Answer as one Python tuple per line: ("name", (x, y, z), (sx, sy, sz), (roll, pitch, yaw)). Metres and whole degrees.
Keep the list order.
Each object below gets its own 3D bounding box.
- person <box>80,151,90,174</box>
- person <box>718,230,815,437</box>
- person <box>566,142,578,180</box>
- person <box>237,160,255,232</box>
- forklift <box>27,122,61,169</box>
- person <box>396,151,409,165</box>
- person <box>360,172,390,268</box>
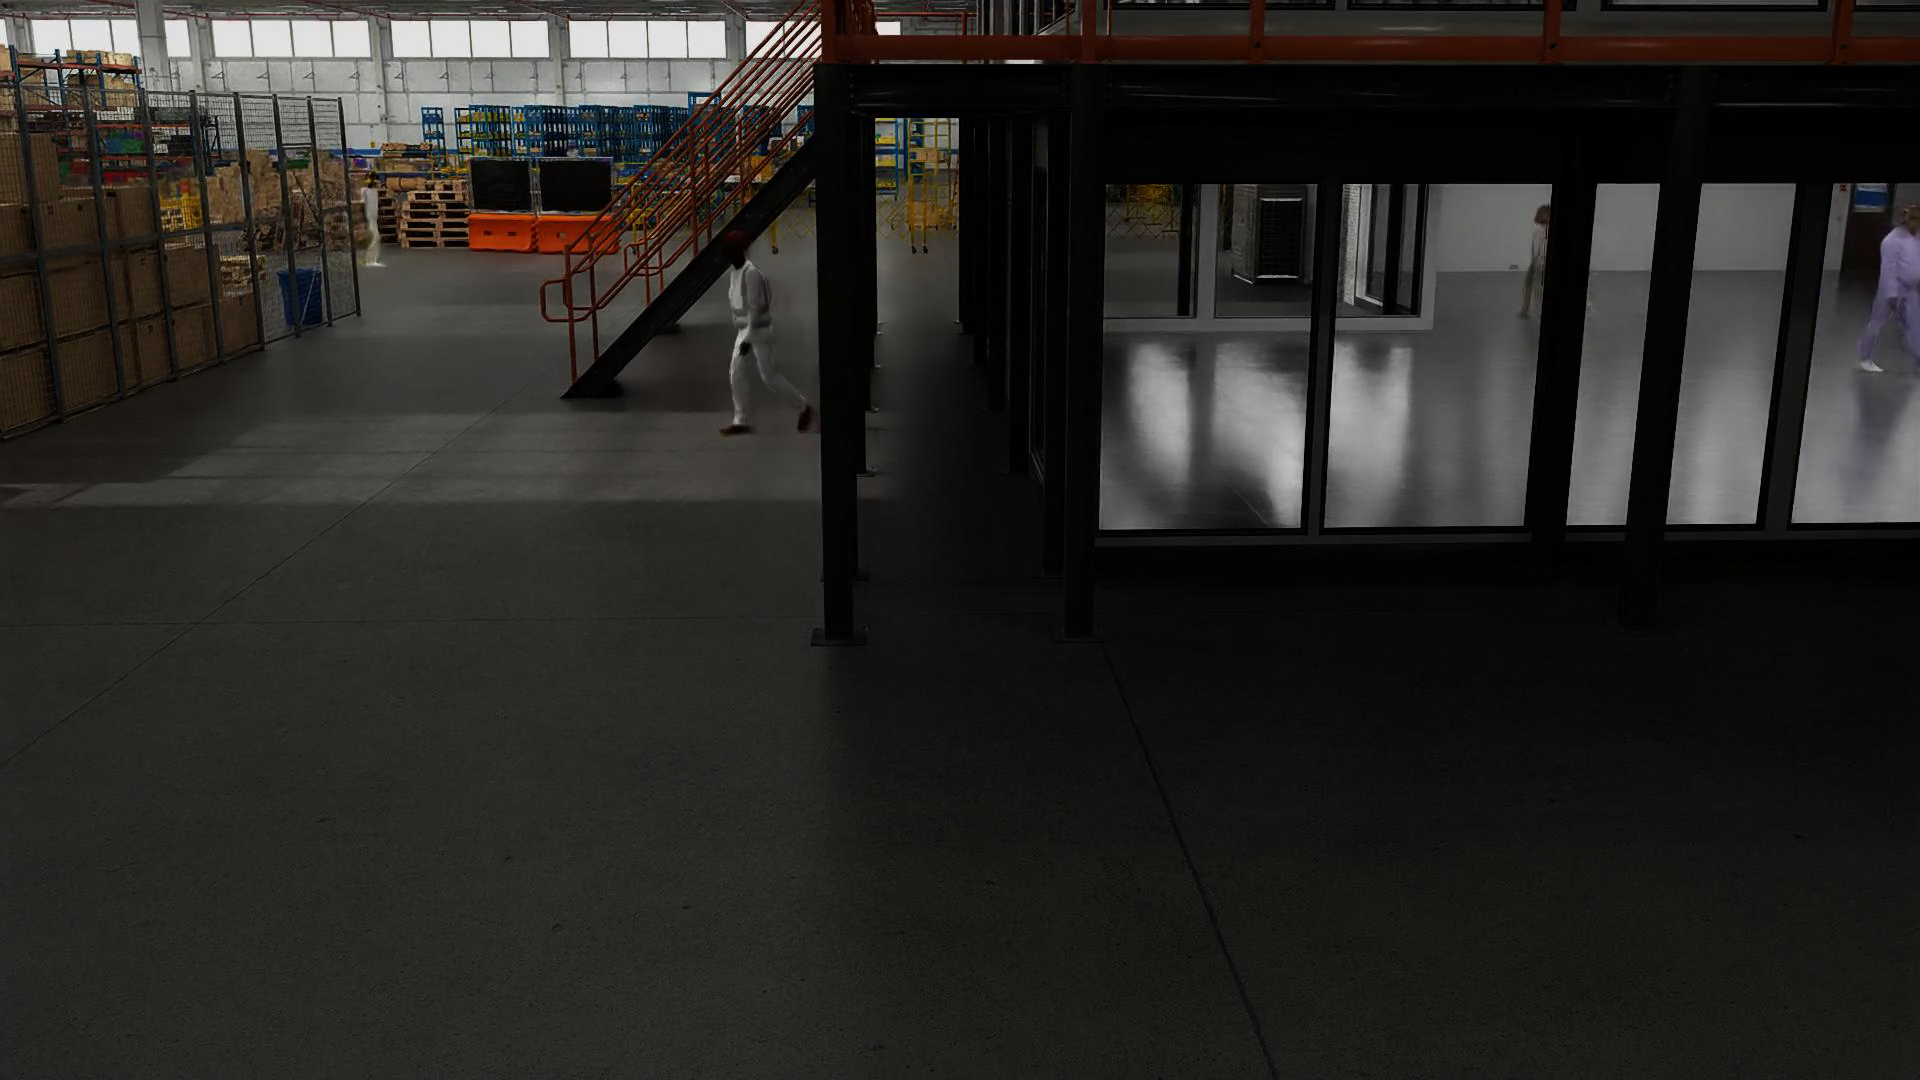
("person", (-35.117, -14.816, 66.962), (0.552, 1.684, 0.423), (-8, 16, -28))
("person", (-1.743, -1.843, 14.820), (0.837, 1.848, 0.588), (-8, 16, -30))
("person", (-17.952, -17.465, 77.117), (0.596, 1.909, 0.927), (-1, 14, -6))
("person", (-16.063, -7.580, 37.481), (0.368, 1.967, 0.602), (-6, 15, -24))
("forklift", (-35.376, -14.773, 64.377), (1.129, 2.768, 1.873), (-1, 14, -2))
("person", (-27.689, -18.811, 82.762), (0.654, 1.771, 0.662), (8, 16, 28))
("person", (-11.284, -6.183, 32.170), (0.700, 1.839, 0.490), (2, 14, 10))
